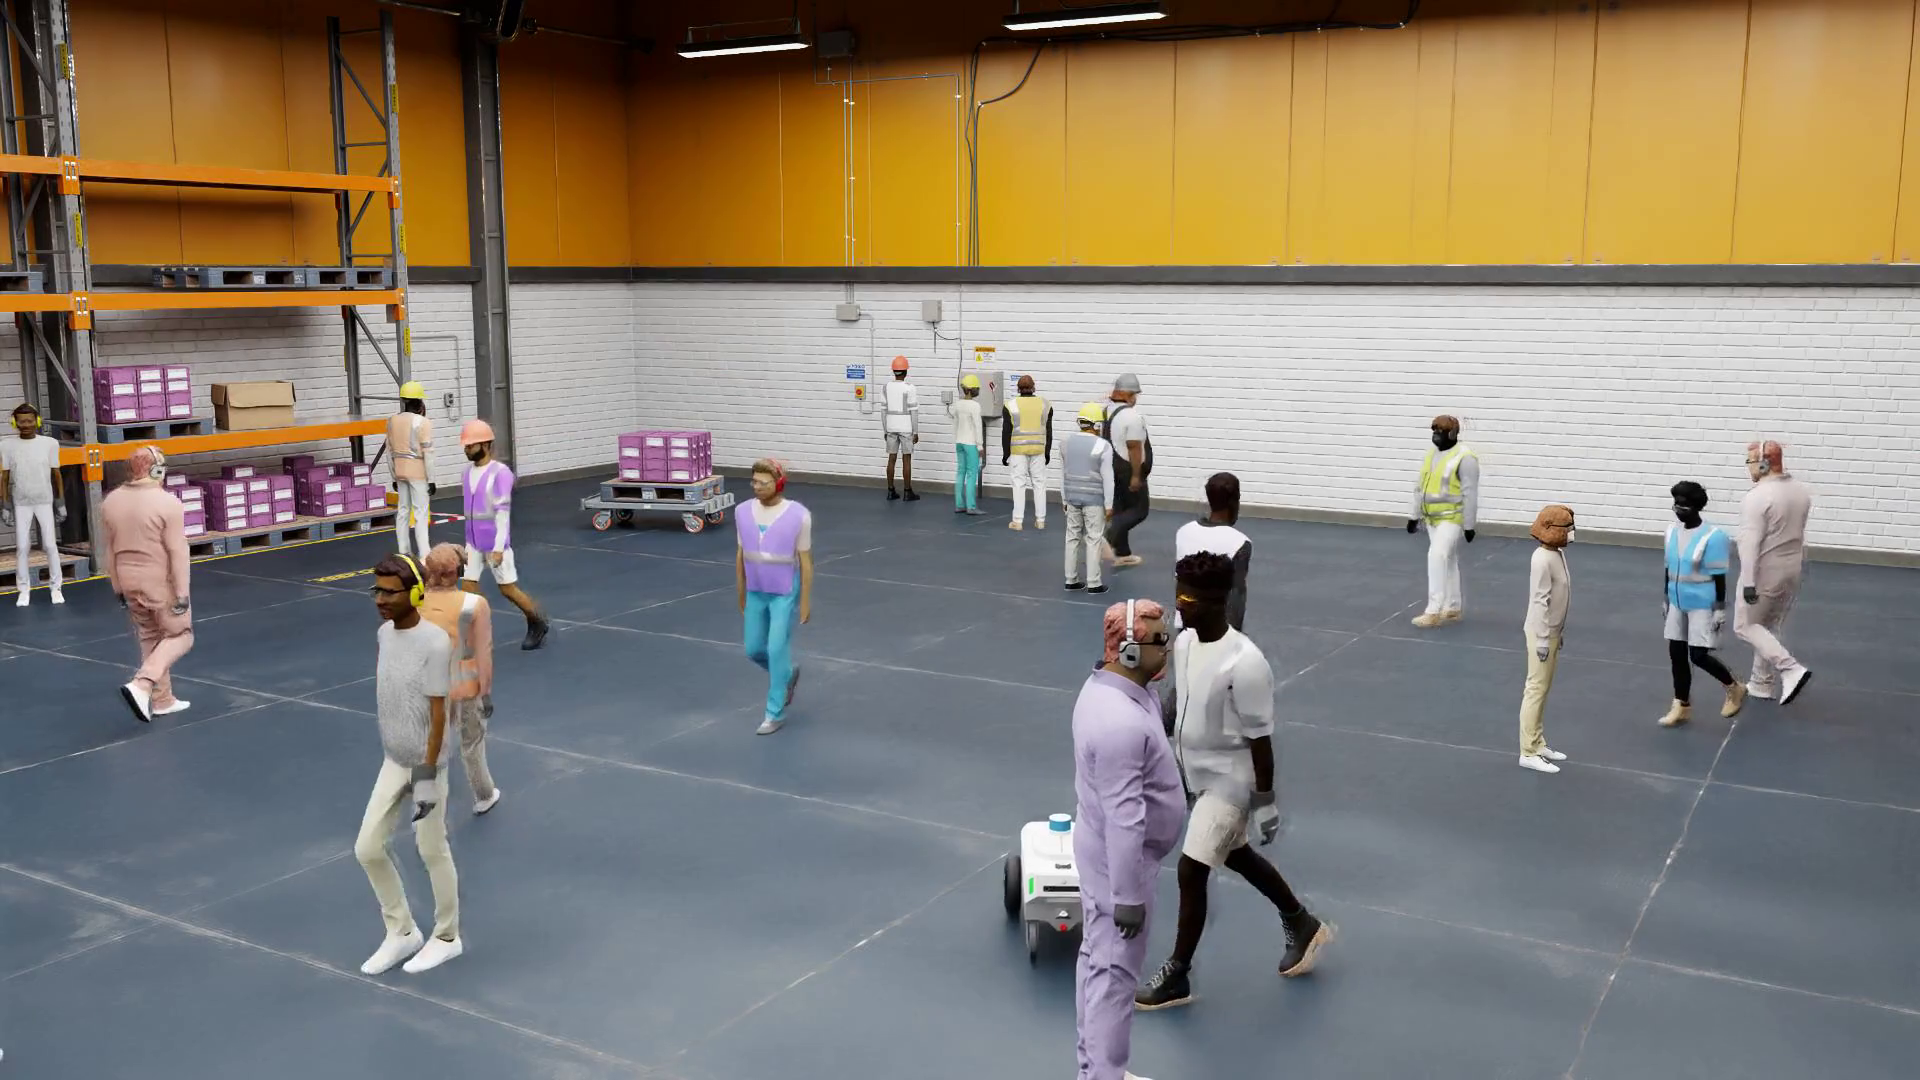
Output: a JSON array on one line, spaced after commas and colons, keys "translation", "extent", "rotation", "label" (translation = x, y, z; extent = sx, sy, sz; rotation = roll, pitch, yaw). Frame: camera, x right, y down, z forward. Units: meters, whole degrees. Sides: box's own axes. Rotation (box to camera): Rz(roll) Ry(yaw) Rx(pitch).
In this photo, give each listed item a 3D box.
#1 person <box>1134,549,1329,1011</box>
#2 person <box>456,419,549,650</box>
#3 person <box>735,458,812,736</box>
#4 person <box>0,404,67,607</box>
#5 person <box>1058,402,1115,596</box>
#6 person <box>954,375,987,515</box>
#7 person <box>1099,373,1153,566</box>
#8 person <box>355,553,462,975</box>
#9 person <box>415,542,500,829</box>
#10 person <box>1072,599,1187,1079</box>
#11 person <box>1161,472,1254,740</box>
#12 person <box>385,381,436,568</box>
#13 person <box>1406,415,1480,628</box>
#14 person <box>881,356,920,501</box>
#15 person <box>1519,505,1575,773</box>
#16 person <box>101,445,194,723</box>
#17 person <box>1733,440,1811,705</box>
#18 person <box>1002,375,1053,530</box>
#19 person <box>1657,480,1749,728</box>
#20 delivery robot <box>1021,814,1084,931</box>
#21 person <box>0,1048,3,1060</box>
[{"translation": [1.161, 0.973, 6.952], "extent": [0.986, 1.926, 0.608], "rotation": [-3, 10, -19], "label": "person"}, {"translation": [-3.685, -0.009, 13.100], "extent": [0.542, 1.909, 0.926], "rotation": [5, 10, 29], "label": "person"}, {"translation": [-1.225, 0.351, 11.102], "extent": [0.573, 1.829, 0.628], "rotation": [4, 10, 24], "label": "person"}, {"translation": [-8.472, -0.319, 15.203], "extent": [0.512, 1.856, 0.321], "rotation": [-4, 10, -26], "label": "person"}, {"translation": [1.210, -0.386, 15.727], "extent": [0.586, 1.824, 0.404], "rotation": [6, 11, 35], "label": "person"}, {"translation": [0.131, -1.196, 20.940], "extent": [0.325, 1.767, 0.533], "rotation": [-6, 11, -34], "label": "person"}, {"translation": [1.670, -0.717, 17.098], "extent": [0.638, 2.000, 0.688], "rotation": [-4, 10, -26], "label": "person"}, {"translation": [-2.365, 0.979, 7.101], "extent": [0.525, 1.851, 0.572], "rotation": [6, 11, 31], "label": "person"}, {"translation": [-2.766, 0.800, 9.012], "extent": [0.533, 1.588, 0.853], "rotation": [1, 9, 3], "label": "person"}, {"translation": [0.596, 1.146, 5.885], "extent": [0.399, 1.909, 0.642], "rotation": [0, 9, 0], "label": "person"}, {"translation": [1.429, 0.531, 9.830], "extent": [0.957, 1.883, 0.606], "rotation": [-6, 11, -35], "label": "person"}, {"translation": [-5.637, -0.670, 17.157], "extent": [0.589, 1.927, 0.388], "rotation": [4, 10, 25], "label": "person"}, {"translation": [4.093, -0.162, 14.324], "extent": [0.757, 1.820, 0.631], "rotation": [-3, 10, -17], "label": "person"}, {"translation": [-0.789, -1.487, 22.207], "extent": [0.548, 1.942, 0.348], "rotation": [5, 10, 27], "label": "person"}, {"translation": [3.608, 0.590, 10.204], "extent": [0.280, 1.633, 0.503], "rotation": [5, 10, 28], "label": "person"}, {"translation": [-5.465, 0.309, 11.185], "extent": [0.643, 1.890, 0.652], "rotation": [3, 10, 17], "label": "person"}, {"translation": [5.703, 0.243, 11.621], "extent": [0.656, 1.880, 0.630], "rotation": [-5, 10, -28], "label": "person"}, {"translation": [0.786, -1.032, 19.708], "extent": [0.624, 1.837, 0.430], "rotation": [-2, 9, -13], "label": "person"}, {"translation": [4.927, 0.430, 11.070], "extent": [0.540, 1.672, 0.560], "rotation": [-3, 10, -20], "label": "person"}, {"translation": [0.456, 1.497, 7.606], "extent": [0.477, 0.478, 0.707], "rotation": [0, 9, 0], "label": "delivery robot"}, {"translation": [-3.960, 1.111, 6.345], "extent": [0.523, 1.823, 0.907], "rotation": [-7, 12, -38], "label": "person"}]
